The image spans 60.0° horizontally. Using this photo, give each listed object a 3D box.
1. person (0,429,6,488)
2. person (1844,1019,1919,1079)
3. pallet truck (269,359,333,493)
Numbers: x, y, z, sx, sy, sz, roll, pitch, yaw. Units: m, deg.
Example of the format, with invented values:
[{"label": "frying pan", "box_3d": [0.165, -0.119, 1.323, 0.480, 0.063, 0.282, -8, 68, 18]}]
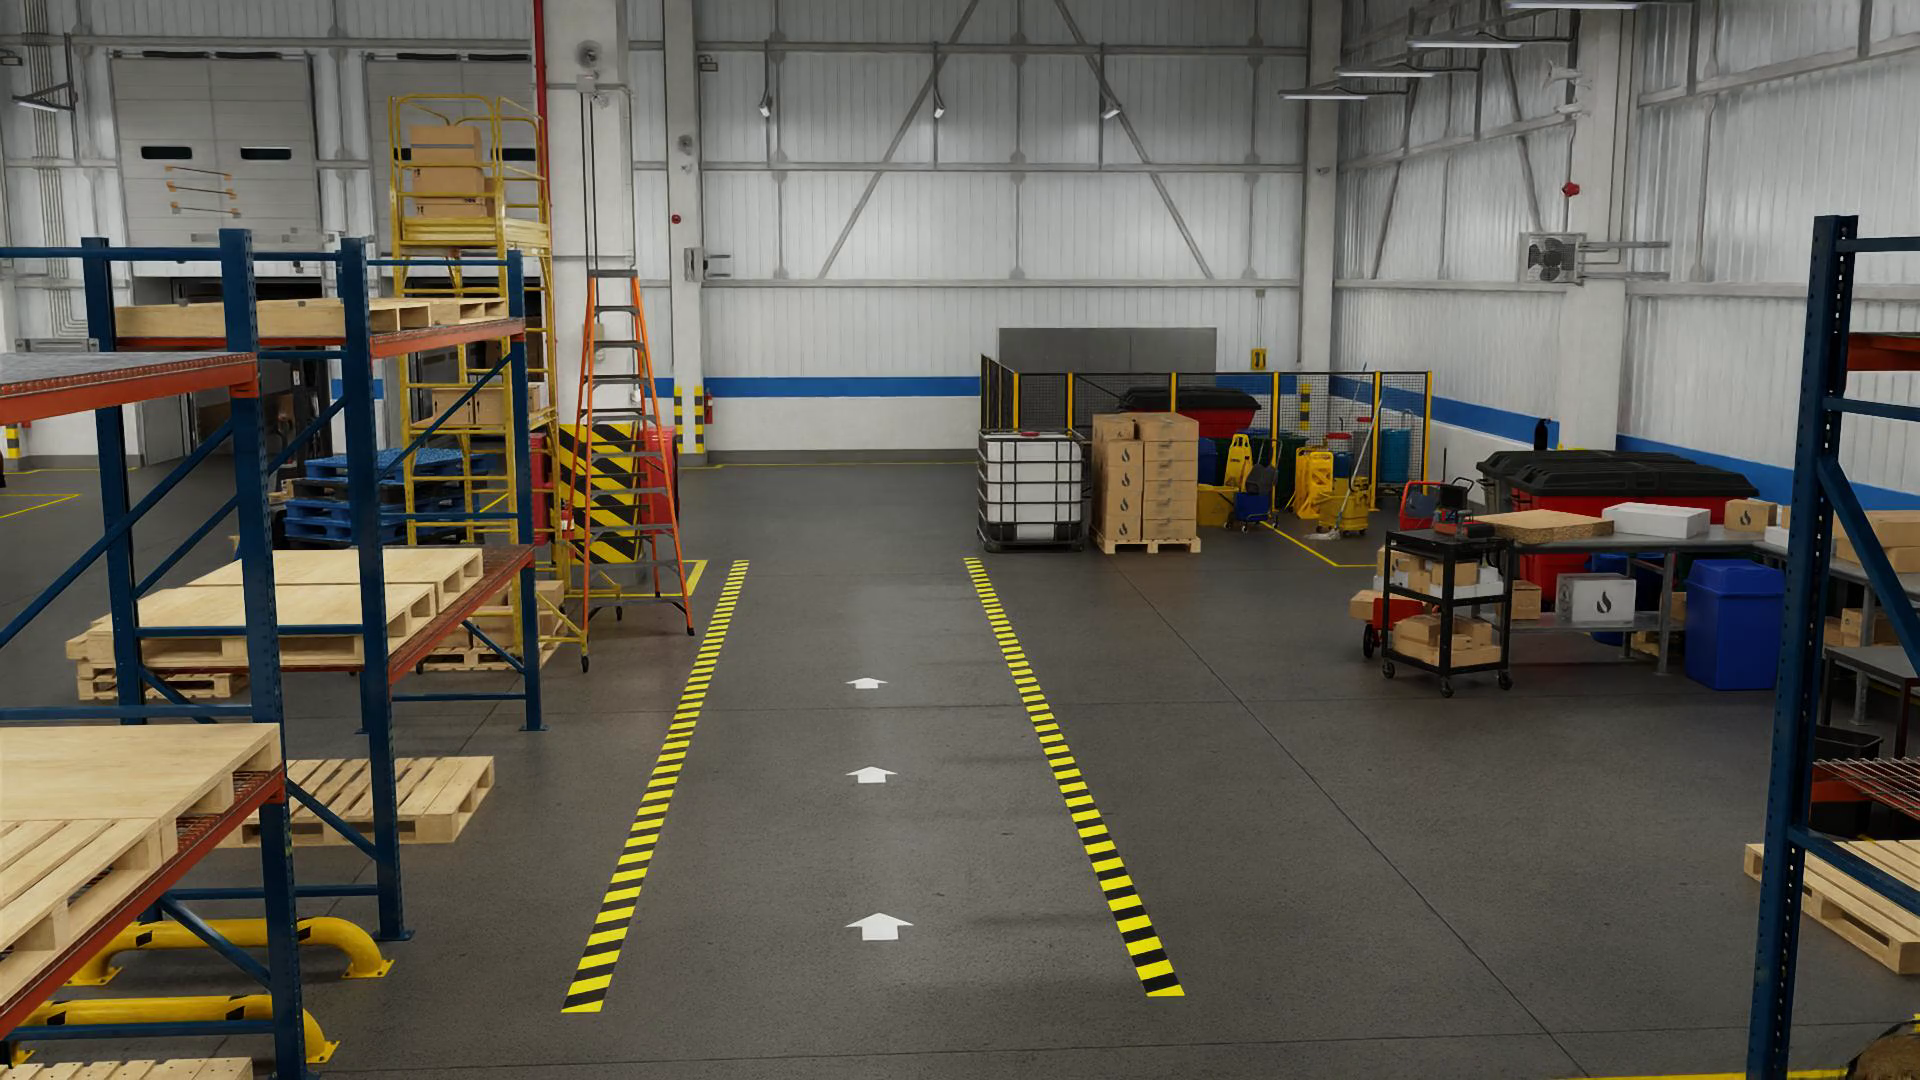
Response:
[{"label": "person", "box_3d": [-13.175, -1.652, 22.494, 0.384, 1.929, 0.543, -8, 12, -41]}, {"label": "person", "box_3d": [1.240, 1.565, 2.270, 0.431, 1.925, 0.670, -4, 10, -25]}, {"label": "pallet truck", "box_3d": [-7.062, -1.131, 18.996, 1.885, 1.965, 0.823, 2, 9, 13]}]
